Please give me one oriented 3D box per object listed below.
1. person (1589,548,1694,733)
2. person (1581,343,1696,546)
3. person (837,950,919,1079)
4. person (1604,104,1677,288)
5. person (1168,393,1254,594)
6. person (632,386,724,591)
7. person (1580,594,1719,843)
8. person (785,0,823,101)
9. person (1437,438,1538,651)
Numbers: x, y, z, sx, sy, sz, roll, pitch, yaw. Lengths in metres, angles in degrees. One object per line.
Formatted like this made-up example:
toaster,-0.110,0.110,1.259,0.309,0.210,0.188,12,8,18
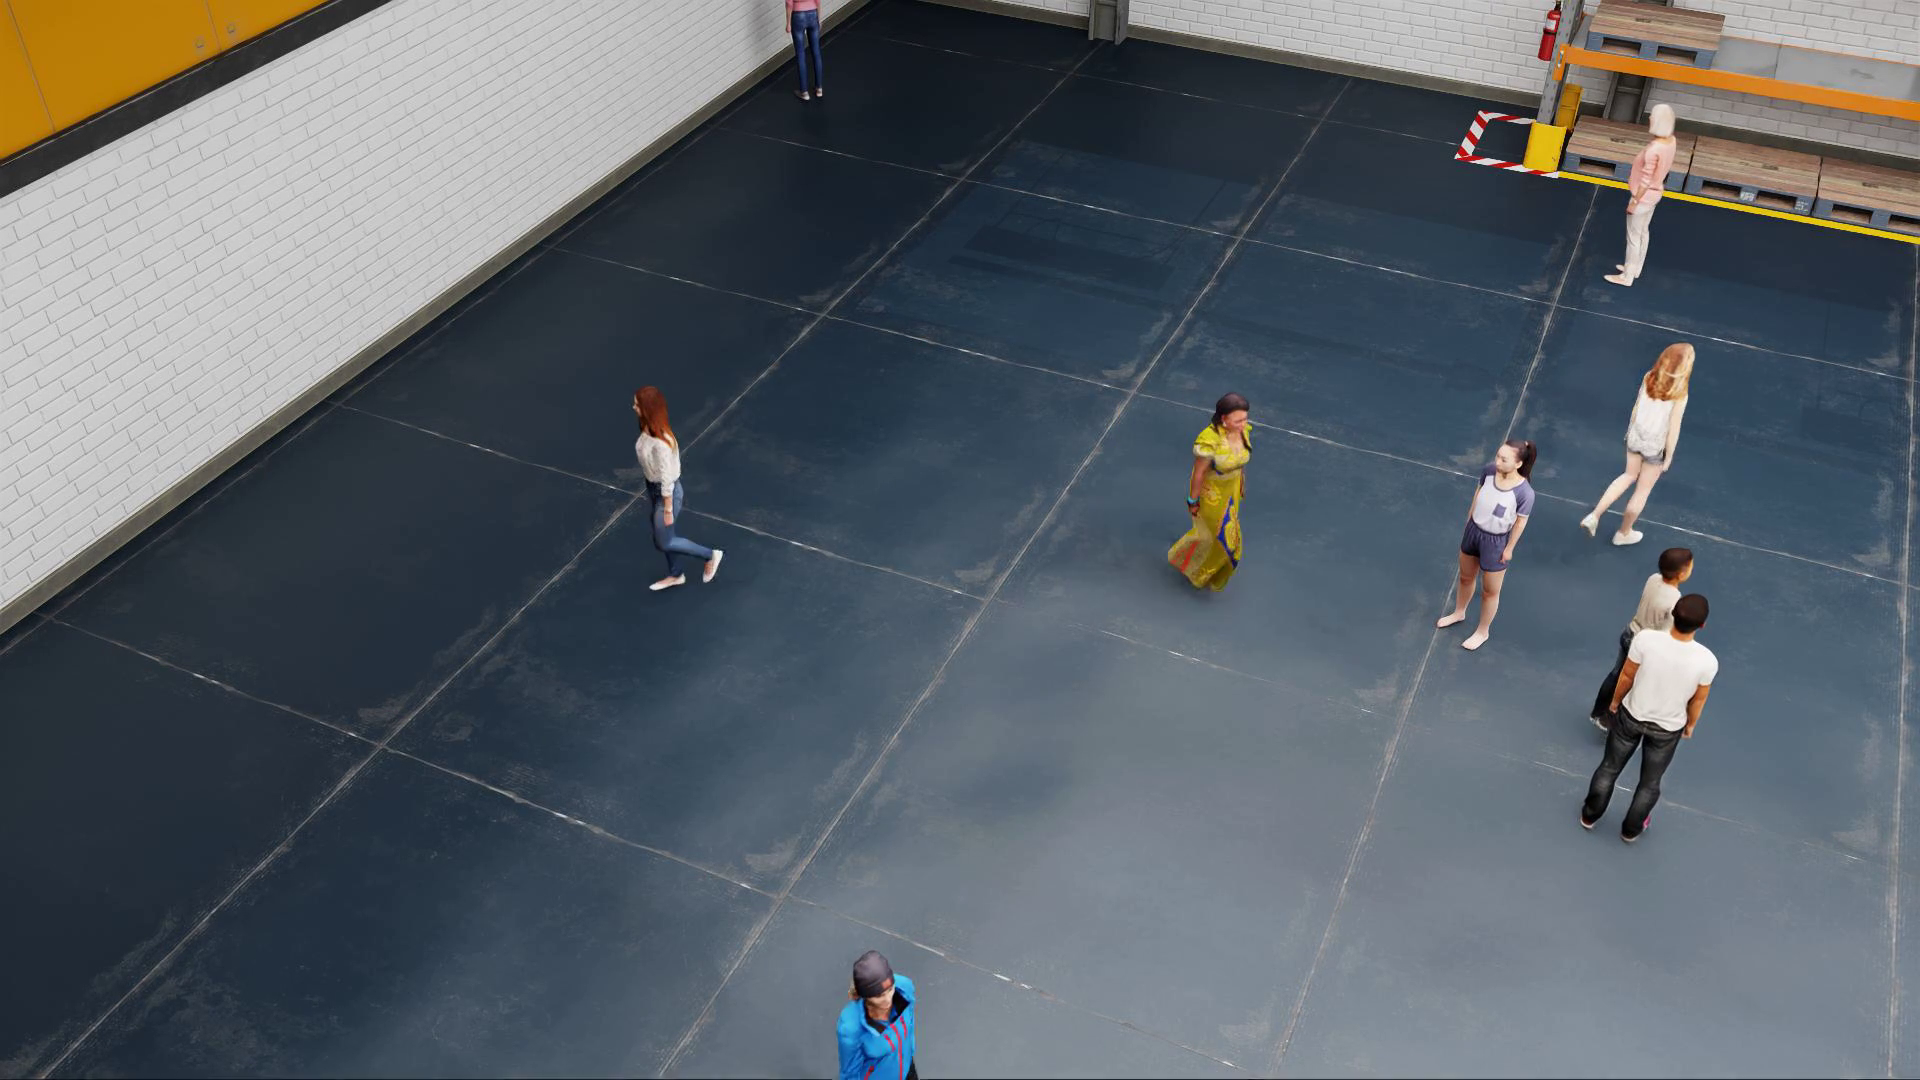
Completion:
person,4.308,0.675,10.550,0.747,1.447,0.694,-8,39,-10
person,4.867,-0.646,11.961,0.909,1.751,0.869,-16,41,-19
person,-0.446,2.515,7.982,0.801,1.777,0.898,-28,46,-31
person,6.221,-3.128,15.090,0.611,1.724,0.657,28,47,31
person,1.737,-0.368,11.697,0.857,1.646,0.940,-29,47,-31
person,-1.982,-0.340,11.603,0.885,1.719,0.833,-15,41,-18
person,4.066,1.047,9.802,0.492,1.799,0.700,19,42,22
person,-1.715,-5.736,18.341,0.651,1.742,0.689,-18,42,-21
person,3.577,0.003,11.228,0.736,1.651,0.639,-21,43,-24
